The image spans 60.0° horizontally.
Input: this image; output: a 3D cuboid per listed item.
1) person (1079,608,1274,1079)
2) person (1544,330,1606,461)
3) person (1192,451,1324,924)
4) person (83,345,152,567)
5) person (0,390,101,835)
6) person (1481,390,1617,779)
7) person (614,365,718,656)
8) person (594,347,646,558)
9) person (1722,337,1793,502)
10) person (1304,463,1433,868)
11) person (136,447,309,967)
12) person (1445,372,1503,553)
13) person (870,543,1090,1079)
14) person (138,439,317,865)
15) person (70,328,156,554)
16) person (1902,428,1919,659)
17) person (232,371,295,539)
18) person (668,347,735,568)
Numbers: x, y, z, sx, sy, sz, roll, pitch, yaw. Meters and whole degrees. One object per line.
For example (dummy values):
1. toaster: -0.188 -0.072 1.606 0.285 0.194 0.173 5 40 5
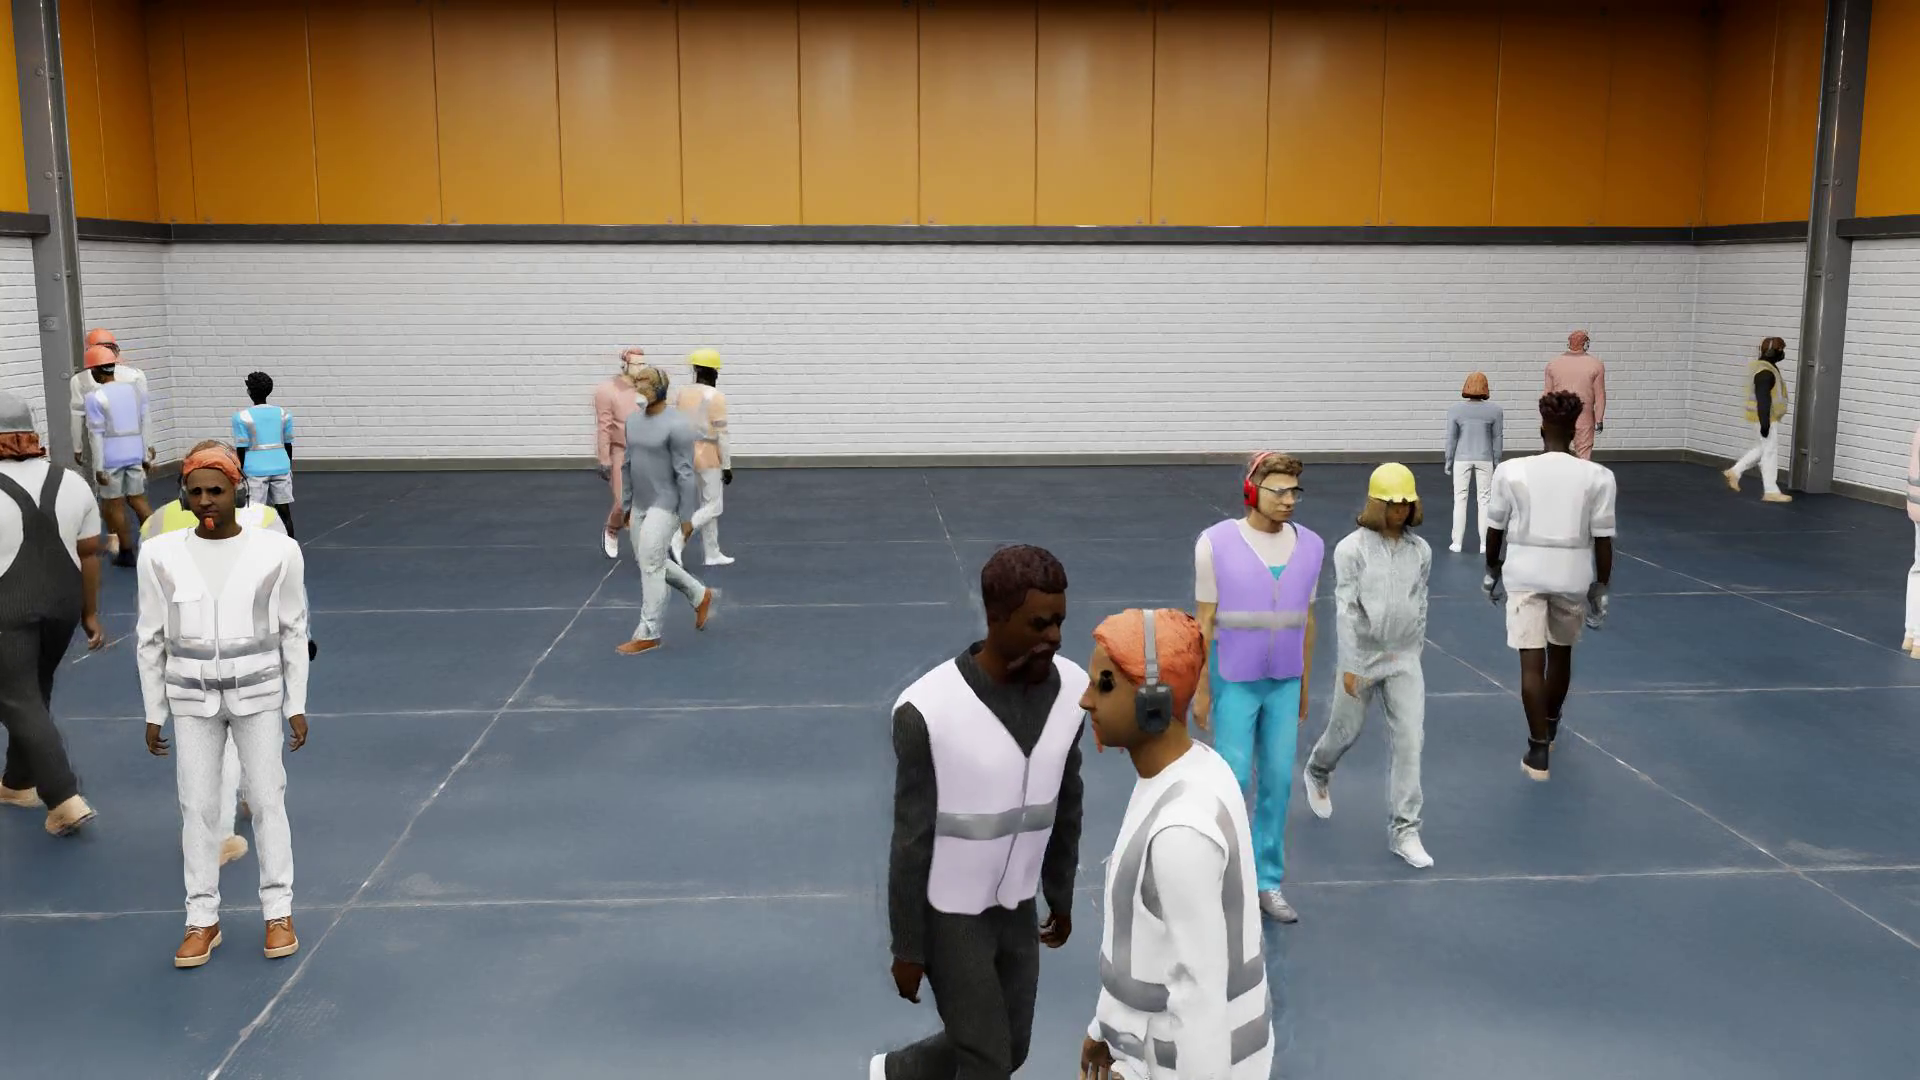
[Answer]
1. person: 0.360 1.050 3.304 0.634 1.861 0.570 2 9 13
2. person: 6.745 -1.350 18.255 0.651 1.906 0.401 6 11 33
3. person: 1.142 0.550 6.547 0.577 1.831 0.565 -4 10 -21
4. person: -7.103 -0.693 14.111 0.585 1.913 0.579 5 10 29
5. person: -4.243 0.291 7.528 0.986 2.000 0.684 5 10 29
6. person: 2.986 0.192 8.531 0.611 1.918 0.942 1 9 8
7. person: -1.975 -0.219 11.133 0.825 1.919 0.638 -9 12 -43
8. person: -2.824 -0.715 14.322 0.660 1.887 0.498 -8 12 -41
9. person: 8.926 -1.347 18.481 0.669 1.827 0.665 4 10 24
10. person: 1.813 0.494 7.286 0.480 1.712 0.834 -2 9 -14
11. person: -2.670 0.605 6.060 0.576 1.882 0.355 -3 9 -16
12. person: 4.625 -0.694 14.990 0.497 1.633 0.283 2 9 14
13. person: 0.001 0.900 4.254 0.601 1.881 0.720 -8 12 -41
14. person: -3.192 0.450 7.322 0.629 1.788 0.978 1 9 6
15. person: -7.580 -0.878 14.899 0.647 2.033 0.420 -6 11 -34
16. person: 6.413 -0.137 10.846 0.429 1.839 0.633 4 10 22
17. person: -5.843 -0.565 13.985 0.318 1.697 0.535 7 11 38
18. person: -2.222 -0.682 14.081 0.587 1.900 0.696 9 13 44
